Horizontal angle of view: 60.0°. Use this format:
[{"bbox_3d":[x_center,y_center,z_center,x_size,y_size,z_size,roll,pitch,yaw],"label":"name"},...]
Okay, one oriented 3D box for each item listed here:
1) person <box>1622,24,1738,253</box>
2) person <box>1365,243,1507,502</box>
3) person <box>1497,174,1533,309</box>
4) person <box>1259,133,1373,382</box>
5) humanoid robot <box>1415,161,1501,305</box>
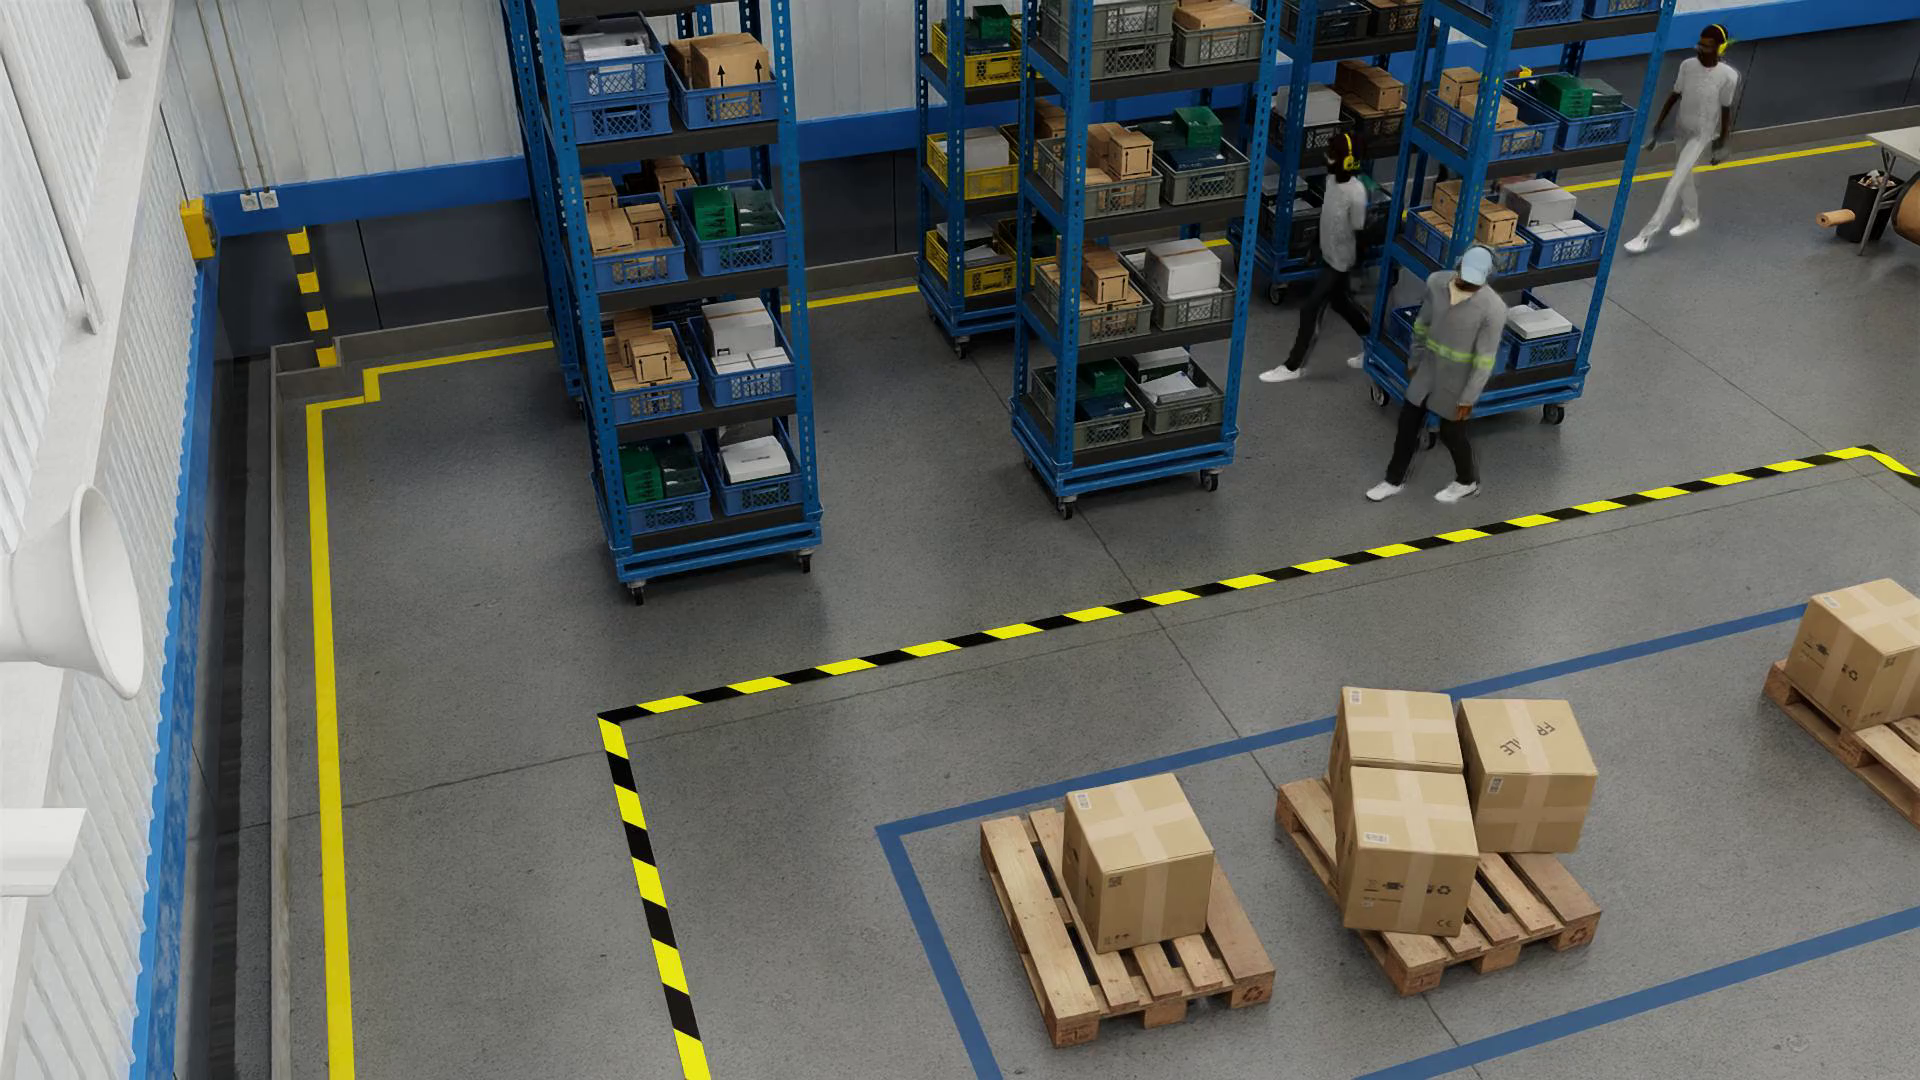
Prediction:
[{"bbox_3d":[5.786,-3.210,13.262,0.996,1.809,0.543,-19,40,-25],"label":"person"},{"bbox_3d":[2.958,-1.004,10.156,0.635,1.814,0.619,-22,41,-28],"label":"person"},{"bbox_3d":[3.951,-2.088,11.755,0.892,1.723,0.526,-3,35,-5],"label":"person"},{"bbox_3d":[2.632,-1.951,11.474,0.940,1.829,0.524,-6,36,-8],"label":"person"},{"bbox_3d":[3.696,-2.472,12.390,0.789,1.633,0.599,-22,41,-28],"label":"humanoid robot"}]
